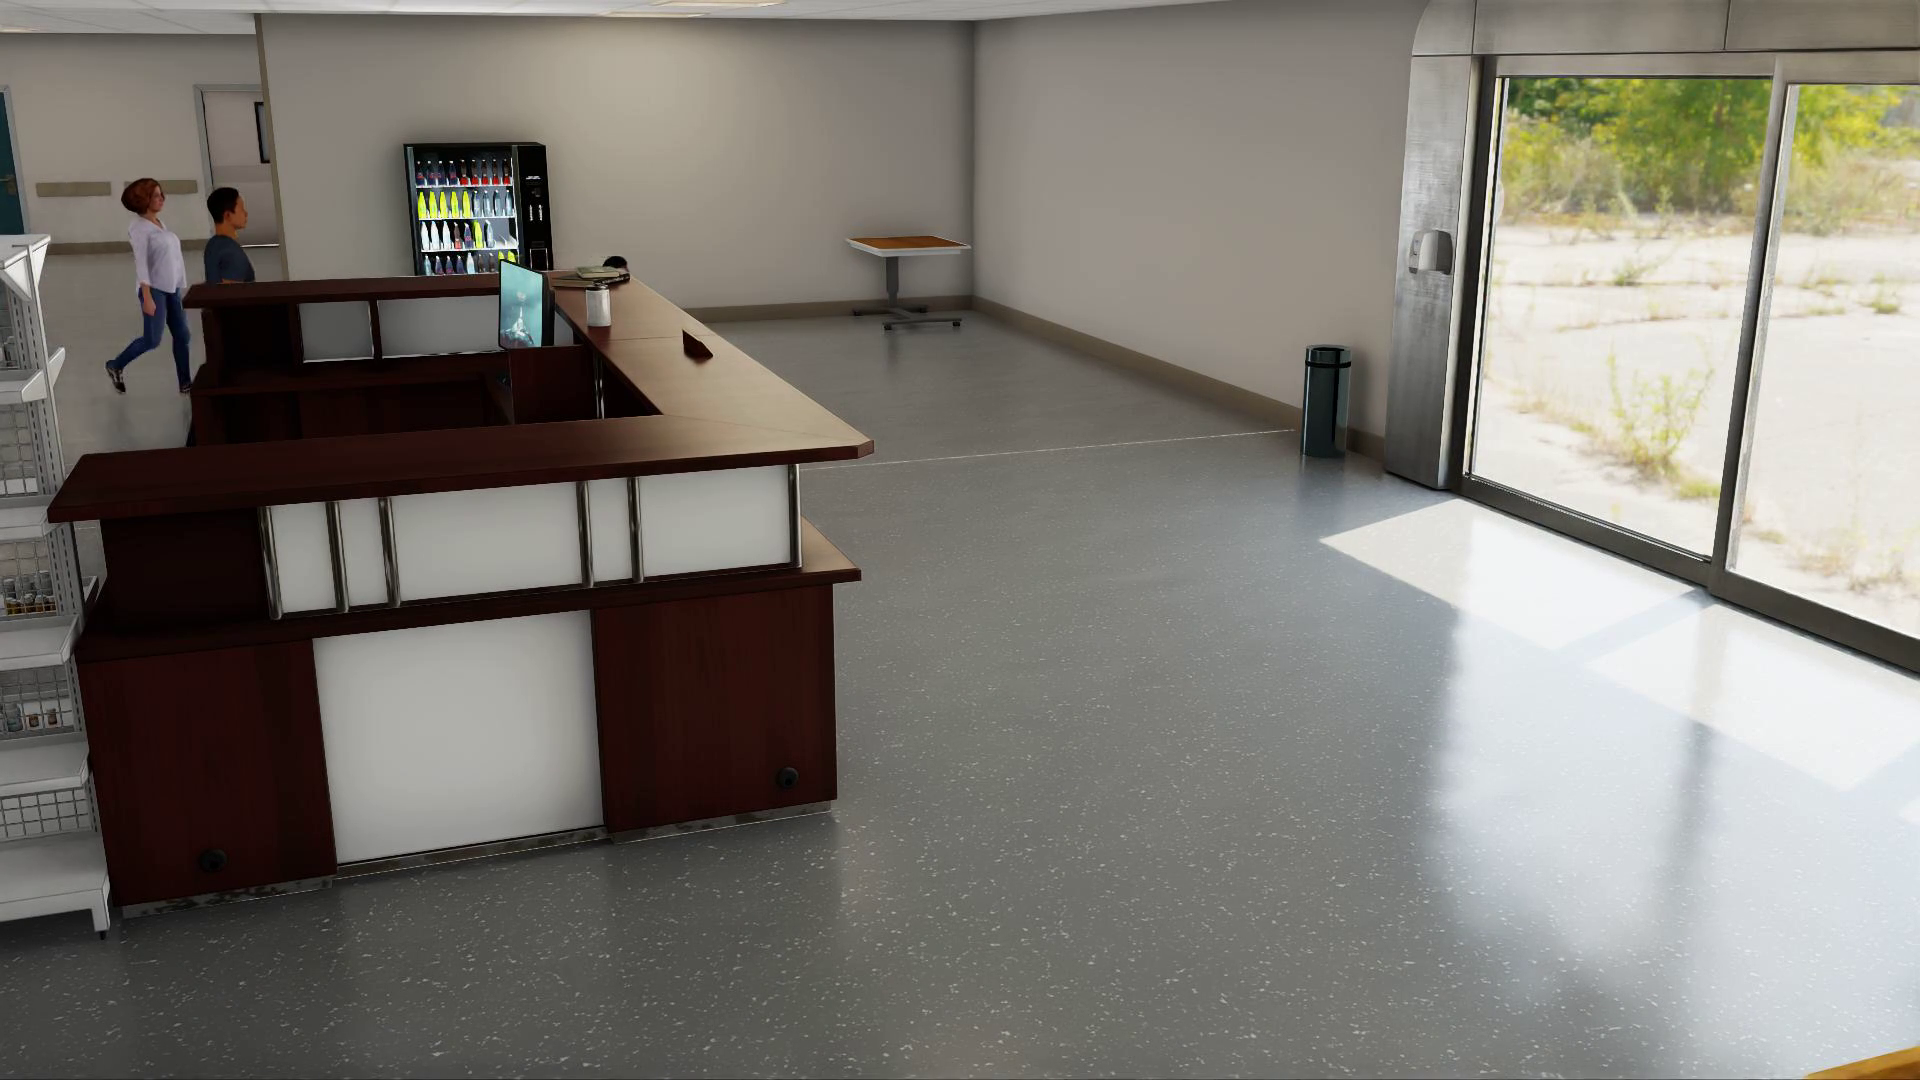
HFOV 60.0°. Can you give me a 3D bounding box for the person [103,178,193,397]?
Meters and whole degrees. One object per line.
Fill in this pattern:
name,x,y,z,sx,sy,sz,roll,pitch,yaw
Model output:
person,-6.297,-1.921,12.853,1.109,1.689,0.900,1,16,3
